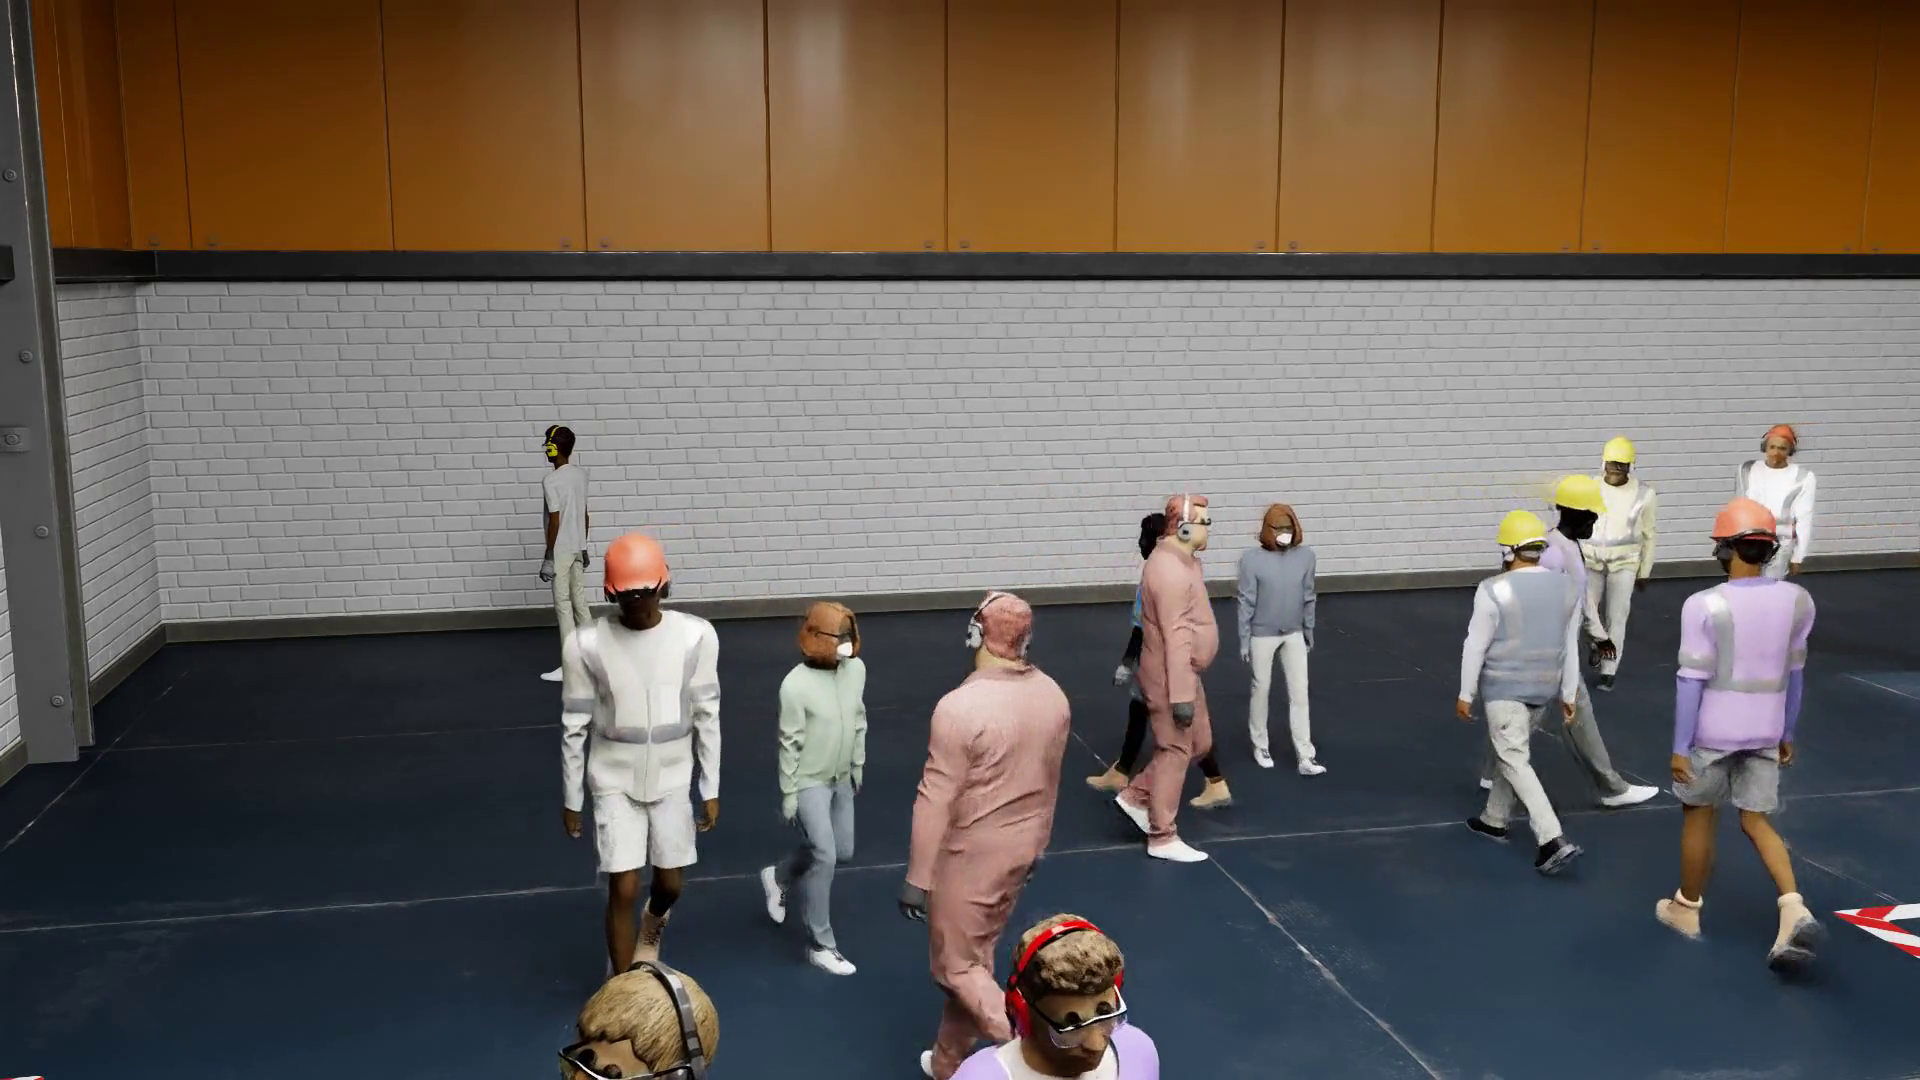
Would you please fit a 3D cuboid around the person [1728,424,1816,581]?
[{"bbox_3d":[5.940,0.070,12.270,0.602,1.865,0.469,8,13,42],"label":"person"}]

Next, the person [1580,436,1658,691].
[{"bbox_3d":[4.666,0.151,11.929,0.610,1.818,0.555,6,11,32],"label":"person"}]

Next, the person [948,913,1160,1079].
[{"bbox_3d":[0.216,1.593,3.170,0.557,1.812,0.625,-6,11,-34],"label":"person"}]

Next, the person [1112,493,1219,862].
[{"bbox_3d":[1.077,0.700,8.393,0.456,1.890,0.645,2,9,9],"label":"person"}]

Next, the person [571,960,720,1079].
[{"bbox_3d":[-0.481,1.606,2.697,0.372,1.940,0.630,-9,13,-43],"label":"person"}]

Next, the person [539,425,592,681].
[{"bbox_3d":[-2.883,0.097,12.107,0.314,1.869,0.537,3,10,20],"label":"person"}]

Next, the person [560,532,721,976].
[{"bbox_3d":[-1.277,0.926,6.609,0.617,2.018,0.744,-3,10,-20],"label":"person"}]

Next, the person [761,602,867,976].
[{"bbox_3d":[-0.662,1.032,7.193,0.581,1.609,0.517,7,12,36],"label":"person"}]

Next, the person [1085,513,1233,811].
[{"bbox_3d":[1.144,0.674,9.264,0.885,1.651,0.537,3,10,20],"label":"person"}]

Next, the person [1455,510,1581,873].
[{"bbox_3d":[2.860,0.752,8.390,0.614,1.794,0.893,-3,10,-19],"label":"person"}]

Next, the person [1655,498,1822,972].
[{"bbox_3d":[3.381,0.833,7.174,0.615,2.022,0.852,-1,9,-8],"label":"person"}]

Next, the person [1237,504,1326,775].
[{"bbox_3d":[1.900,0.600,9.801,0.528,1.608,0.671,-2,10,-12],"label":"person"}]

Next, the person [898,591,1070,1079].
[{"bbox_3d":[0.095,1.123,5.886,0.678,1.870,0.711,7,12,36],"label":"person"}]

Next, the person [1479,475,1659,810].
[{"bbox_3d":[3.402,0.567,9.236,0.992,1.870,0.608,4,10,21],"label":"person"}]
